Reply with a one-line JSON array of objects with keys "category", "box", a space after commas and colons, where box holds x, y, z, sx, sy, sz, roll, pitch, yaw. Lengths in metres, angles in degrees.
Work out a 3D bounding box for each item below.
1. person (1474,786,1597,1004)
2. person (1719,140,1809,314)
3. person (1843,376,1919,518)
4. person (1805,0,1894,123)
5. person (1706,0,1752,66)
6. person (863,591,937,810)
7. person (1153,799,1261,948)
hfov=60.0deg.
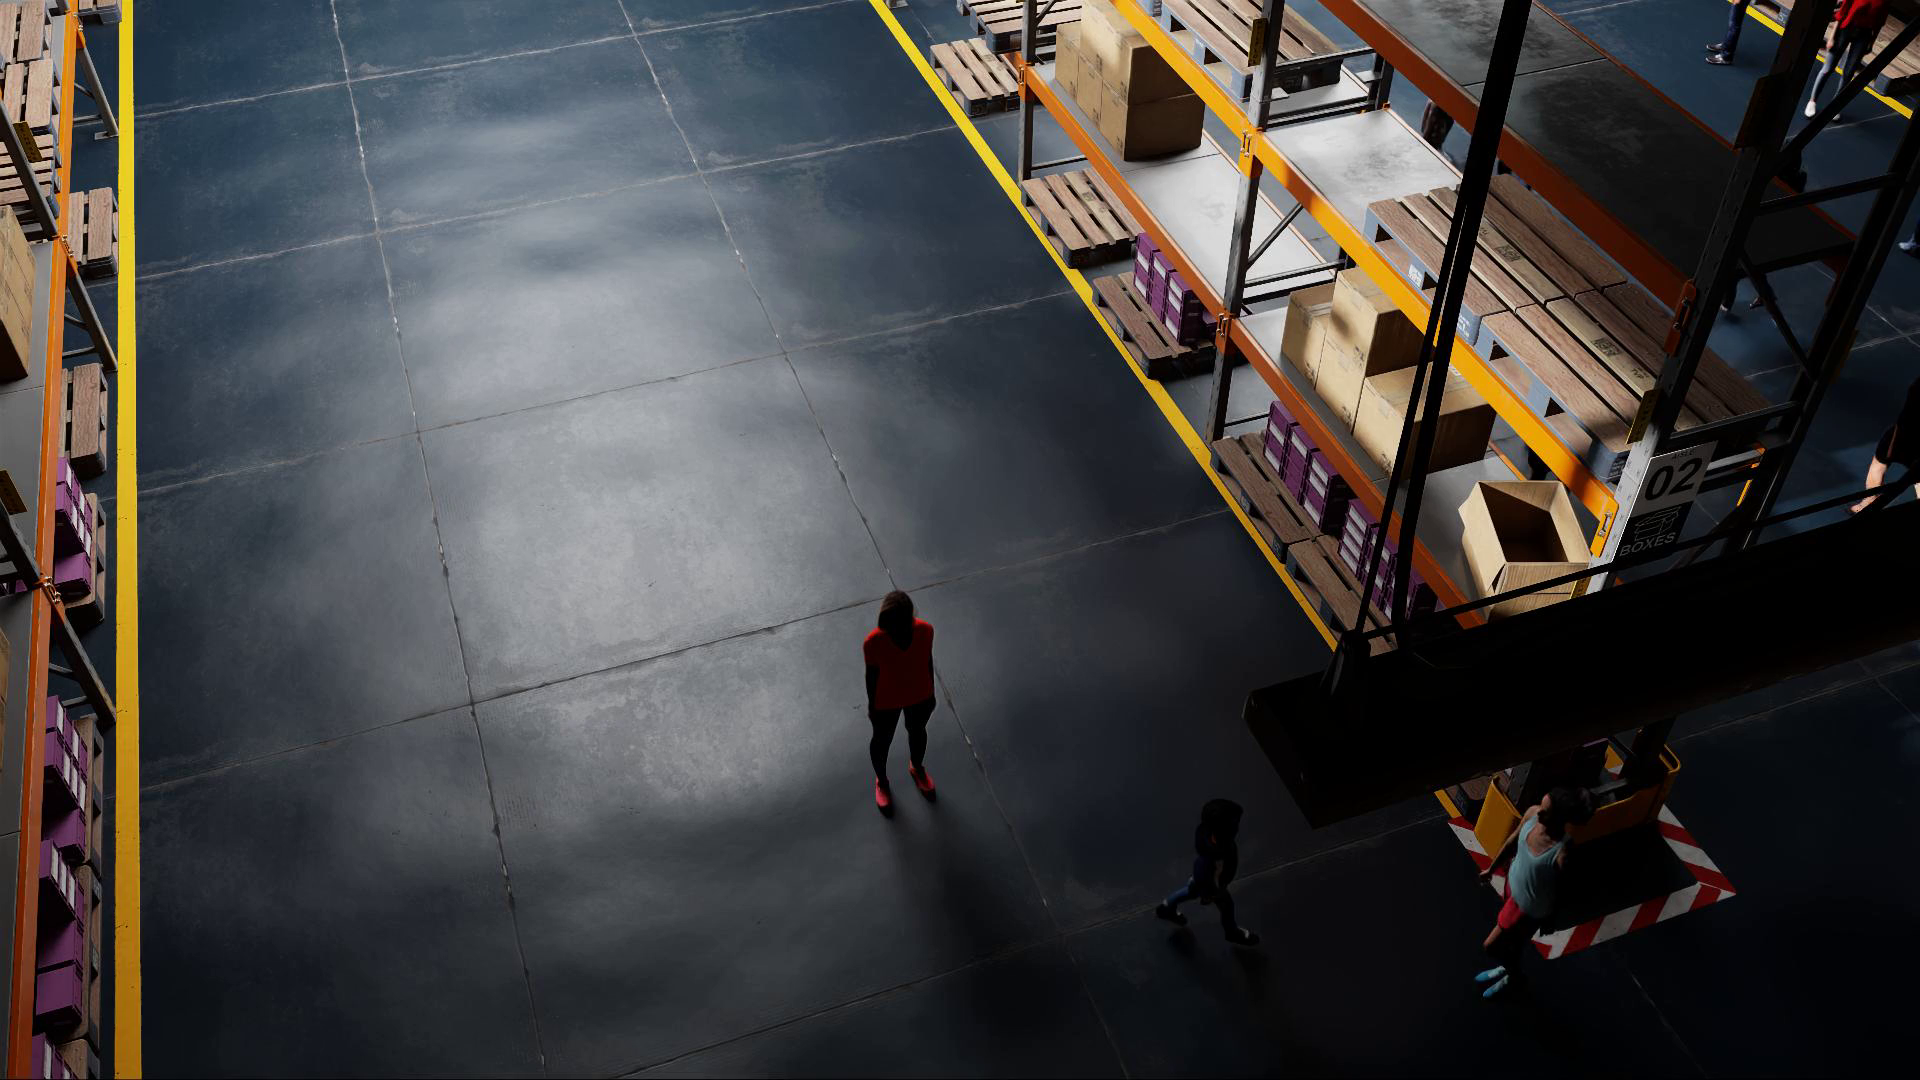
[{"category": "person", "box": [3.135, 1.898, 8.958, 0.713, 1.754, 0.620, -5, 44, -5]}, {"category": "person", "box": [6.658, -2.528, 13.727, 0.794, 1.584, 0.880, -27, 50, -26]}, {"category": "person", "box": [6.752, -0.656, 11.714, 0.694, 1.650, 0.907, -3, 44, -3]}, {"category": "person", "box": [8.646, -4.878, 16.110, 0.699, 1.700, 0.723, 10, 45, 11]}, {"category": "person", "box": [8.045, -5.649, 17.023, 0.689, 1.558, 0.625, 16, 46, 16]}, {"category": "person", "box": [-0.360, 0.937, 10.009, 0.584, 1.696, 0.517, -15, 46, -15]}, {"category": "person", "box": [1.377, 1.865, 9.399, 0.819, 1.194, 0.867, 6, 44, 6]}]
